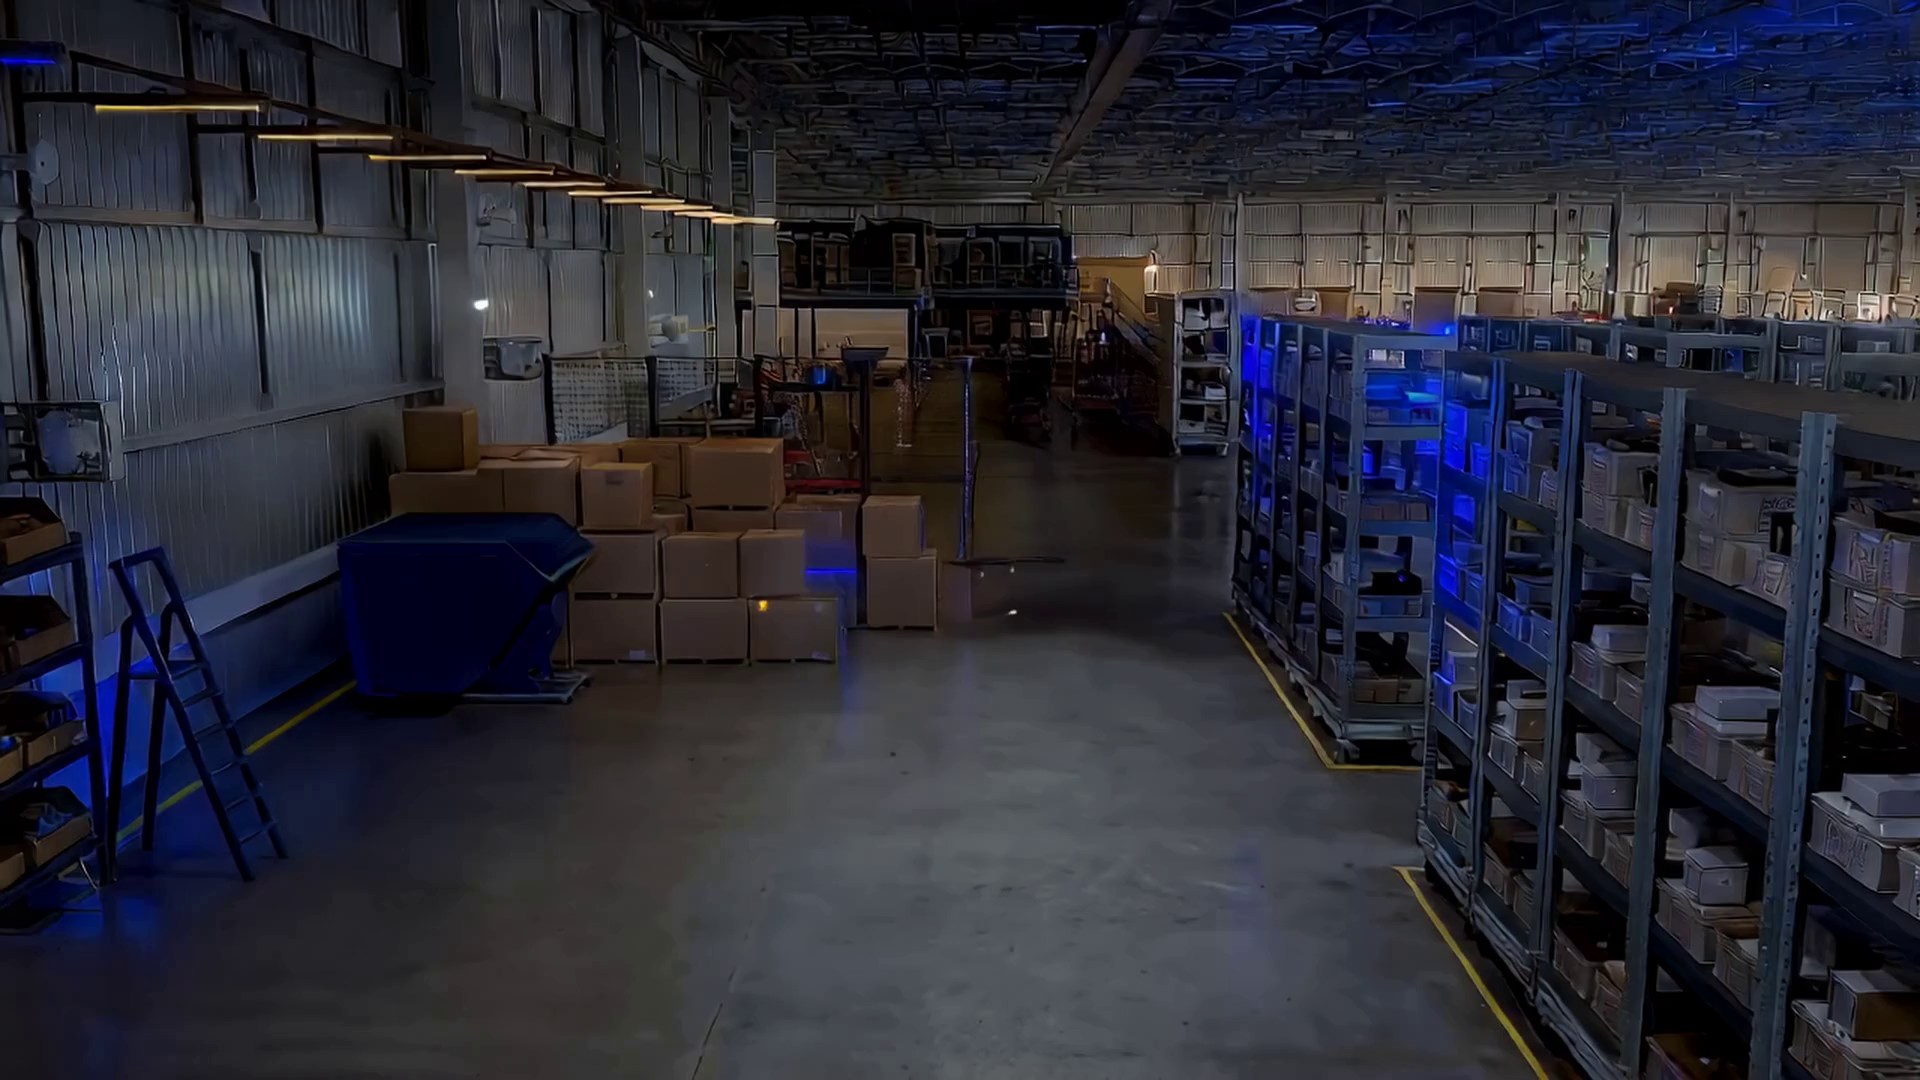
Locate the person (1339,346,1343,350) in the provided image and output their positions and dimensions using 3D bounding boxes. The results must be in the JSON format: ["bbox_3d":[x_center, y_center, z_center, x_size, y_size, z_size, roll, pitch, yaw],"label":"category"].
[{"bbox_3d":[15.037,-7.432,65.520,0.317,1.870,0.531,-2,9,-12],"label":"person"}]

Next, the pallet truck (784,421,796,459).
[{"bbox_3d":[-4.013,-1.793,32.705,1.601,1.201,0.680,0,9,1],"label":"pallet truck"}]

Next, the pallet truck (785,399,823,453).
[{"bbox_3d":[-3.814,-2.432,36.419,1.630,1.274,0.653,0,9,1],"label":"pallet truck"}]

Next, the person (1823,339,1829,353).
[{"bbox_3d":[35.269,-7.720,67.370,0.526,1.846,0.670,8,12,40],"label":"person"}]

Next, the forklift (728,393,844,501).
[{"bbox_3d":[-2.979,-1.316,26.476,2.680,1.987,1.157,0,9,1],"label":"forklift"}]

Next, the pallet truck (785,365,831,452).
[{"bbox_3d":[-3.774,-2.976,37.635,1.885,1.965,0.823,1,9,5],"label":"pallet truck"}]

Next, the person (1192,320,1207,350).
[{"bbox_3d":[12.401,-10.780,86.224,0.929,1.840,0.597,-5,10,-26],"label":"person"}]

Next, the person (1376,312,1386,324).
[{"bbox_3d":[23.216,-11.692,92.029,0.624,1.792,0.953,-3,10,-20],"label":"person"}]

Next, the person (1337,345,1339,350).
[{"bbox_3d":[15.258,-7.581,66.324,0.619,1.900,1.038,-9,13,-43],"label":"person"}]

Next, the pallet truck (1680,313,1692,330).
[{"bbox_3d":[36.315,-10.531,84.244,0.823,1.965,1.885,-6,11,-33],"label":"pallet truck"}]

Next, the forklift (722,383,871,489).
[{"bbox_3d":[-2.893,-1.687,28.729,2.680,1.987,1.157,0,9,-1],"label":"forklift"}]

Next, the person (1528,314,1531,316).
[{"bbox_3d":[30.618,-11.318,89.708,0.964,1.801,0.634,7,12,38],"label":"person"}]

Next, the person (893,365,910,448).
[{"bbox_3d":[-1.343,-3.114,38.765,0.401,1.910,0.642,1,9,5],"label":"person"}]

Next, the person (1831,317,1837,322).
[{"bbox_3d":[41.453,-9.610,78.886,0.612,1.884,0.925,0,9,-1],"label":"person"}]

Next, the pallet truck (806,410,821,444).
[{"bbox_3d":[-3.559,-2.018,33.905,1.522,1.261,0.704,0,9,-1],"label":"pallet truck"}]

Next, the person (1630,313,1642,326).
[{"bbox_3d":[34.657,-10.671,85.290,0.355,1.936,0.635,-8,12,-42],"label":"person"}]

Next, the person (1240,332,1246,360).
[{"bbox_3d":[11.476,-7.634,67.120,0.400,1.750,0.541,1,9,5],"label":"person"}]

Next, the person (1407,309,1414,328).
[{"bbox_3d":[25.594,-12.174,94.627,0.398,1.918,0.586,5,11,30],"label":"person"}]

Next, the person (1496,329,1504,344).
[{"bbox_3d":[21.710,-7.743,67.232,0.551,1.933,0.369,5,11,29],"label":"person"}]

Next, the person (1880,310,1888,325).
[{"bbox_3d":[51.116,-11.730,91.895,0.647,1.913,0.555,-8,12,-39],"label":"person"}]

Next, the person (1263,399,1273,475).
[{"bbox_3d":[6.269,-2.320,33.440,0.366,2.048,0.607,2,9,10],"label":"person"}]

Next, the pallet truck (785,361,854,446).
[{"bbox_3d":[-3.410,-3.193,38.978,1.885,1.965,0.823,0,9,-1],"label":"pallet truck"}]

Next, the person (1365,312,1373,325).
[{"bbox_3d":[21.221,-10.861,86.437,0.404,1.943,0.614,-2,9,-10],"label":"person"}]
